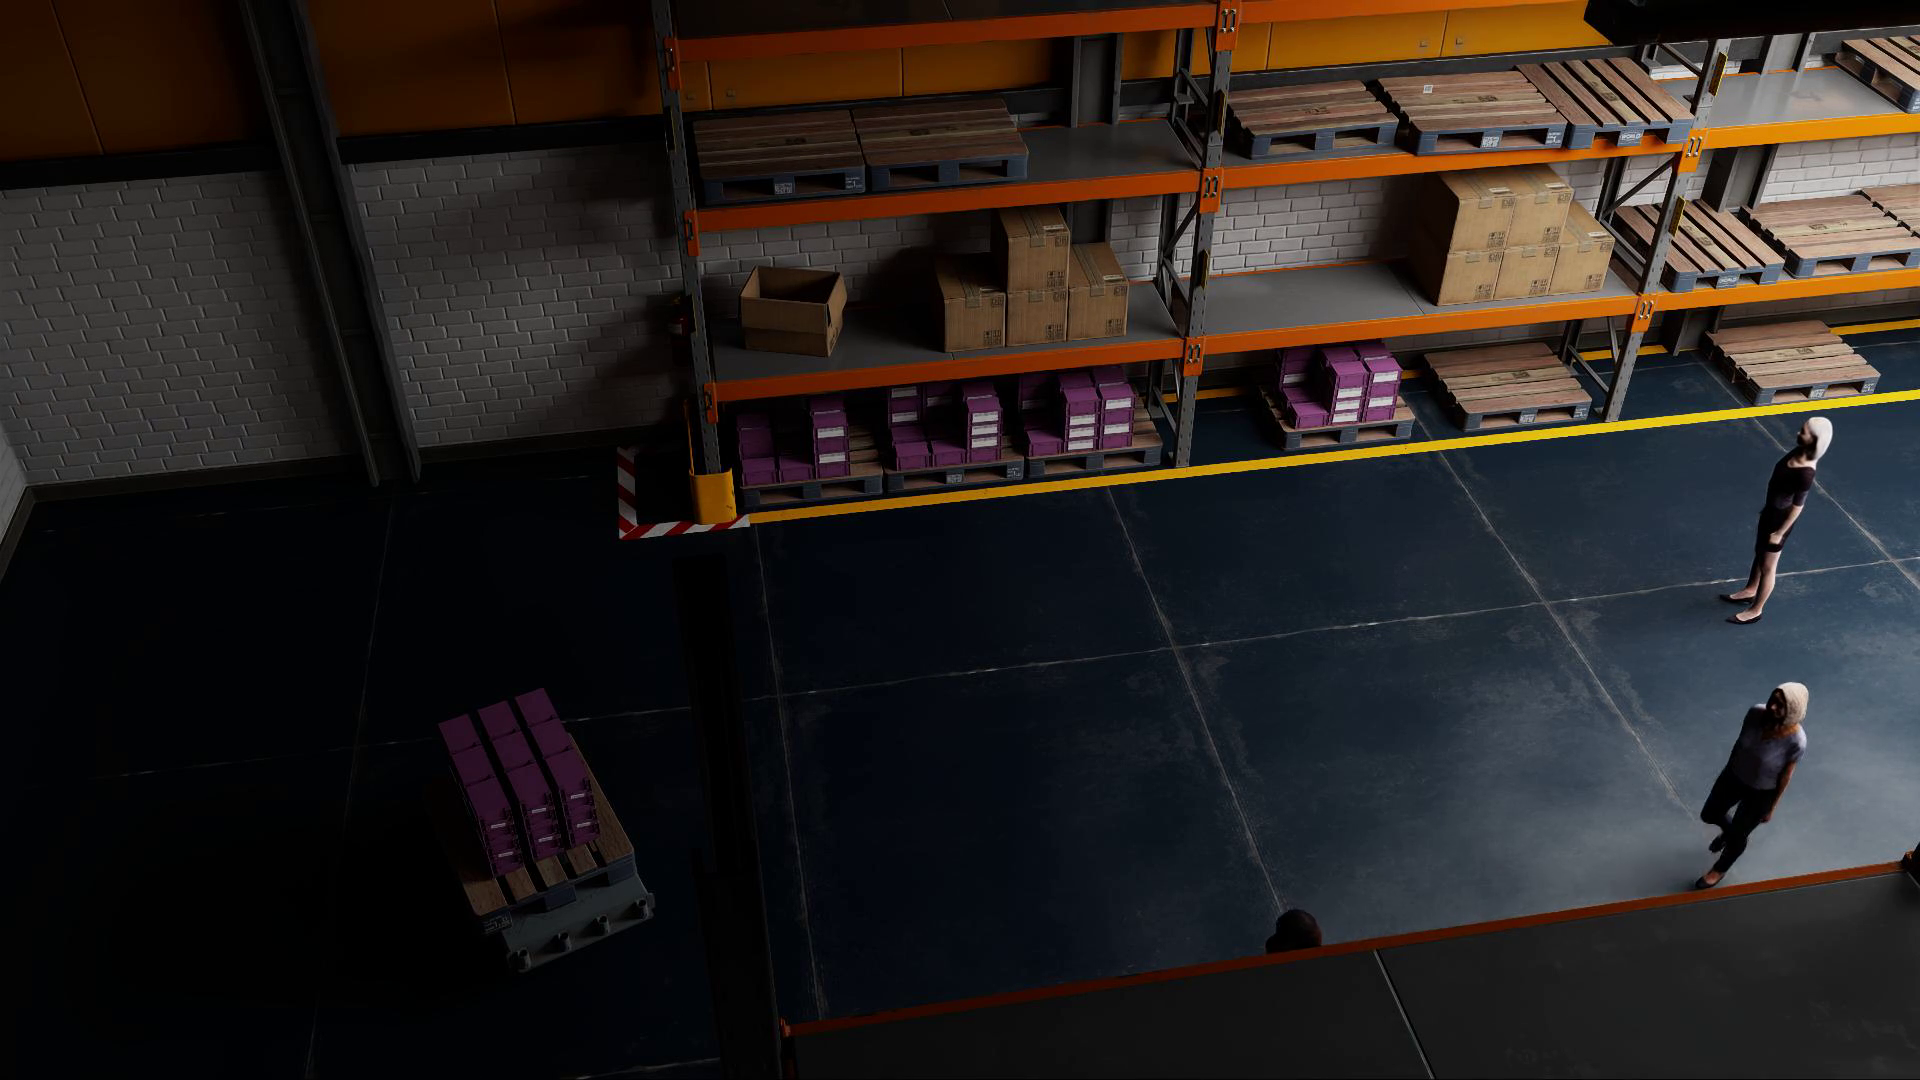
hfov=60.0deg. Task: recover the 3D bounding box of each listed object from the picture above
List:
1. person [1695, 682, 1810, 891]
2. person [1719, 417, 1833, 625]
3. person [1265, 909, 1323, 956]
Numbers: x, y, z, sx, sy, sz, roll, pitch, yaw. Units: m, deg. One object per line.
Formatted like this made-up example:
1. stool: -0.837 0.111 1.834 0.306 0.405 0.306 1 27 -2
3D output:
1. person: 4.993 1.504 10.376 0.796 1.712 0.701 -21 43 -24
2. person: 6.083 -0.152 12.355 0.621 1.830 0.643 8 39 9
3. person: 1.816 2.583 9.028 0.988 1.708 0.796 -23 44 -26
